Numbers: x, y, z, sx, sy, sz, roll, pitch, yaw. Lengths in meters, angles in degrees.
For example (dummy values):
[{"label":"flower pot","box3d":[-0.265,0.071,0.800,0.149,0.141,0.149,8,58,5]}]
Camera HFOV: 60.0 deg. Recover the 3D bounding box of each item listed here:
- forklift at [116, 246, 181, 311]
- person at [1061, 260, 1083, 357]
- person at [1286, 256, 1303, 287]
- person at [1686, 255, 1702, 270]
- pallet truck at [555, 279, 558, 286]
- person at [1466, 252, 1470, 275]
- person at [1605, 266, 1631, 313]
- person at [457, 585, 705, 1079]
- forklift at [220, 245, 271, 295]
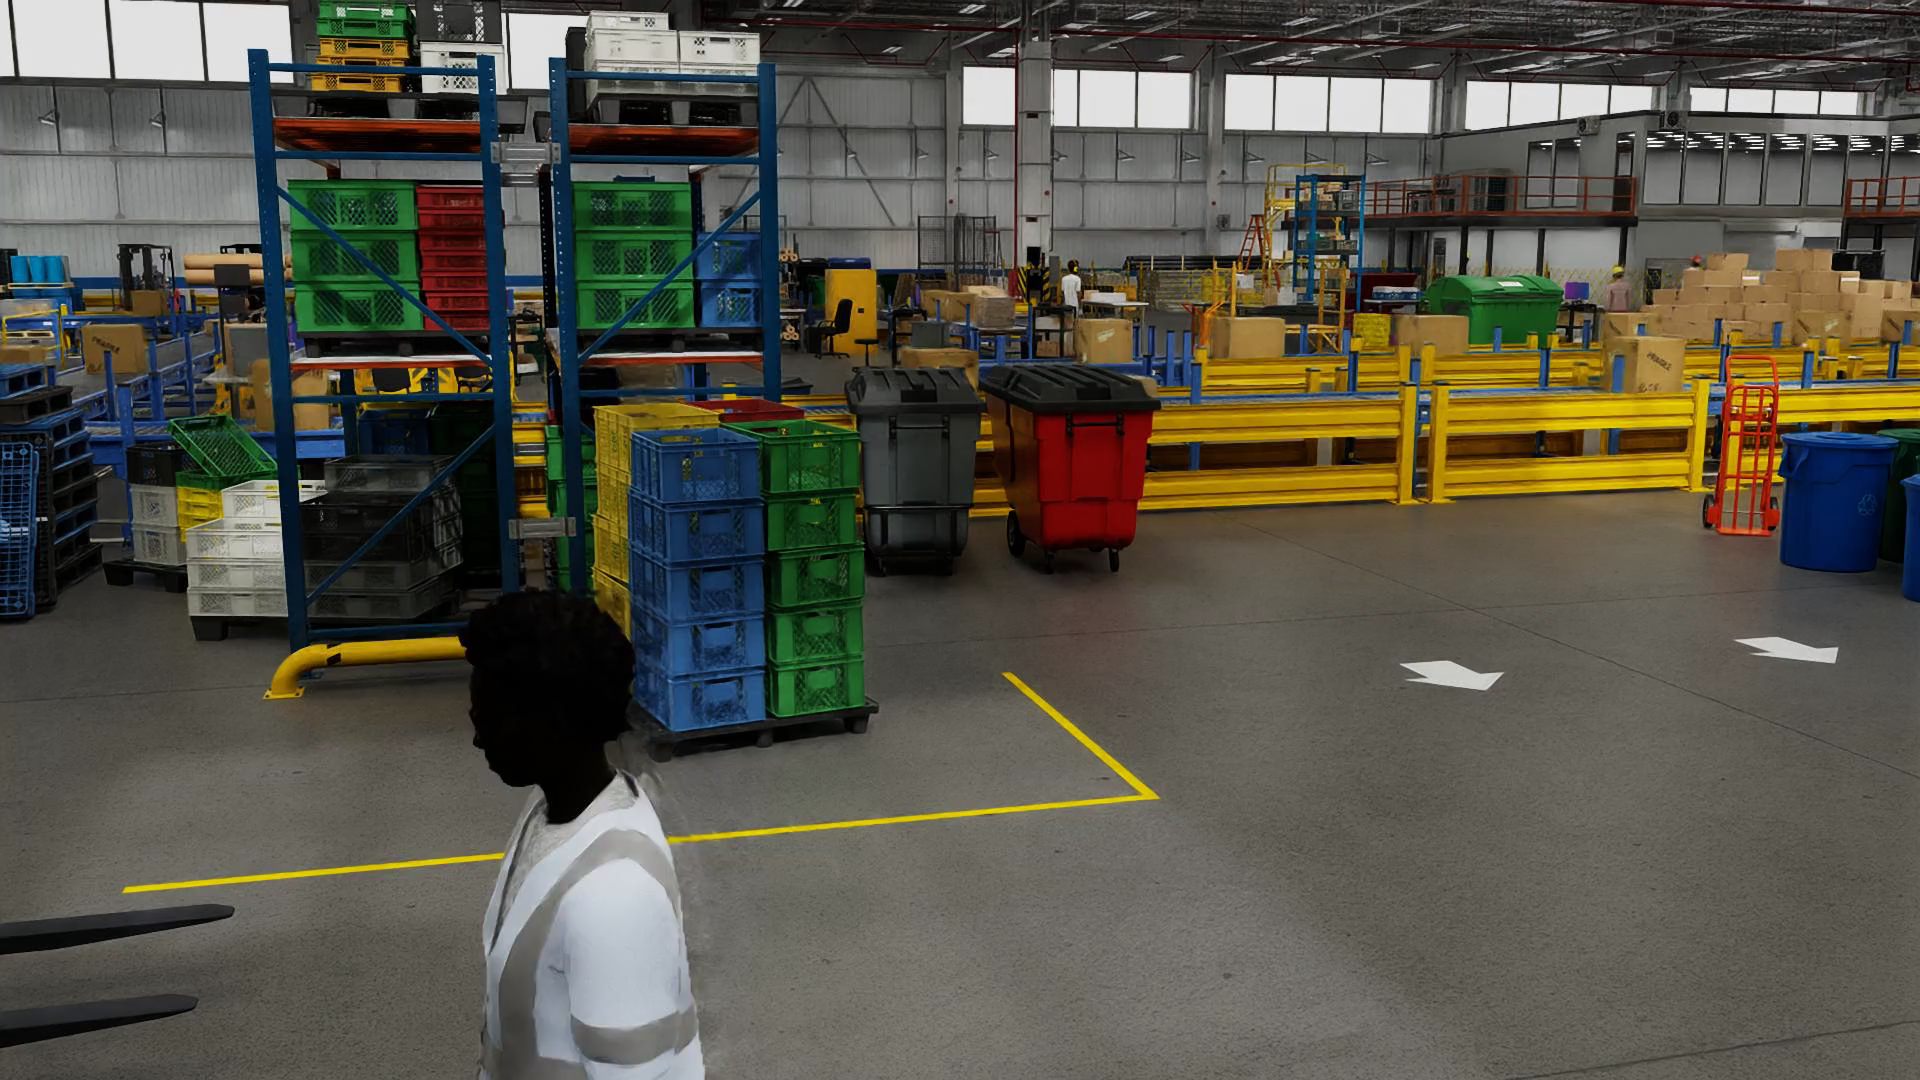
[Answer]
[{"label":"forklift","box3d":[-19.966,-6.232,40.894,1.157,1.987,2.680,-3,10,-15]},{"label":"person","box3d":[2.162,-4.442,31.963,0.329,1.874,0.518,-9,13,-41]},{"label":"person","box3d":[10.372,-7.919,51.718,0.841,1.859,0.581,-9,14,-43]},{"label":"person","box3d":[20.559,-7.028,46.581,0.563,1.891,0.989,-5,11,-26]},{"label":"pallet truck","box3d":[-10.604,-6.375,44.520,0.653,1.274,1.630,-3,10,-15]},{"label":"person","box3d":[17.423,-8.975,57.480,0.384,1.922,0.593,7,12,33]},{"label":"person","box3d":[13.046,-4.555,32.957,0.527,1.744,0.726,0,10,3]},{"label":"person","box3d":[-0.462,0.880,2.406,0.528,1.674,0.537,-3,11,-19]},{"label":"forklift","box3d":[-17.749,-6.334,41.440,1.157,1.987,2.680,-3,10,-17]}]
